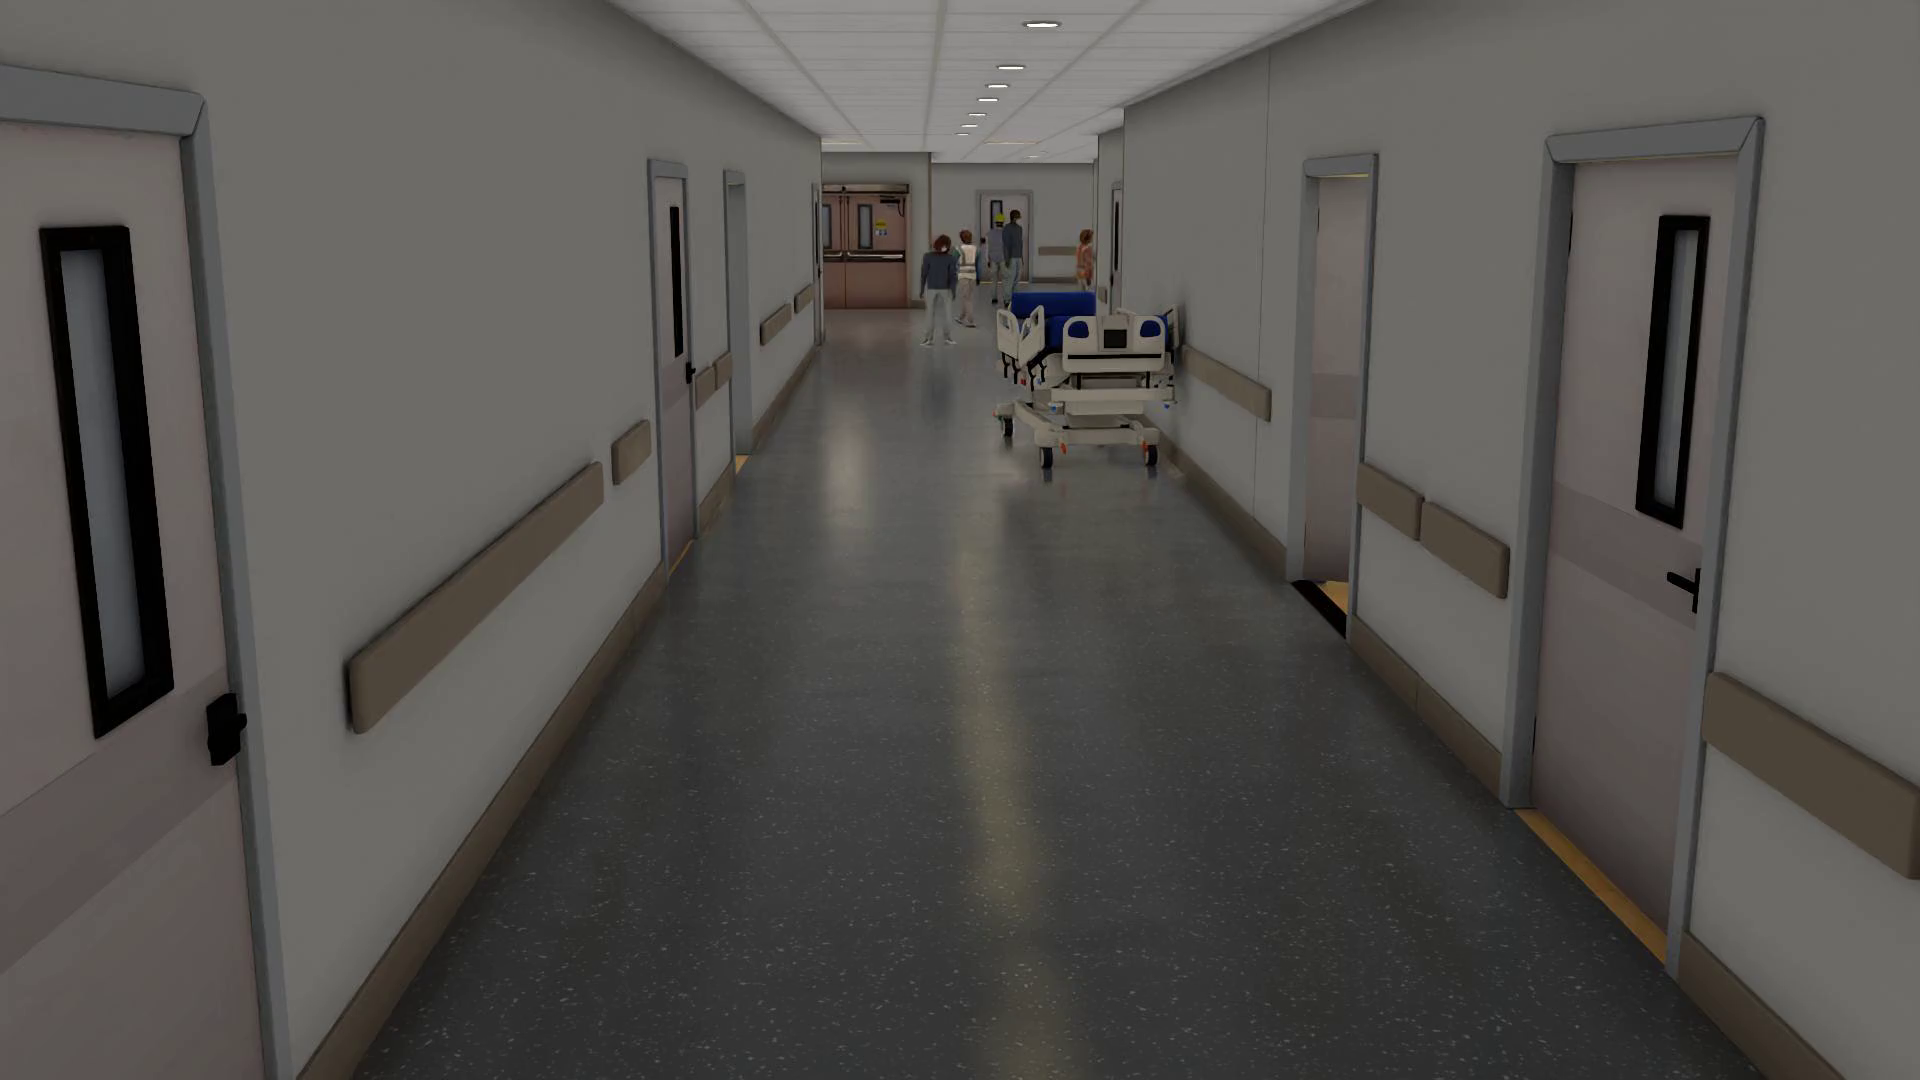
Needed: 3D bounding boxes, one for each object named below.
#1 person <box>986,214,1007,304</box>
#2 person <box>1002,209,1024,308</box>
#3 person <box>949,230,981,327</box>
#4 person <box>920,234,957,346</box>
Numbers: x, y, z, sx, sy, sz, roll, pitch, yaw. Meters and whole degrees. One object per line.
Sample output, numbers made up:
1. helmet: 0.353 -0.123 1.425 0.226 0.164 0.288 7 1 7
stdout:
1. person: 0.823 -5.750 34.047 0.593 1.830 0.403 4 12 20
2. person: 1.053 -5.531 32.729 0.381 1.929 0.634 7 13 31
3. person: 0.042 -4.393 27.966 0.532 1.598 0.833 -8 14 -35
4. person: -0.304 -3.628 24.236 0.576 1.616 0.330 1 12 4
